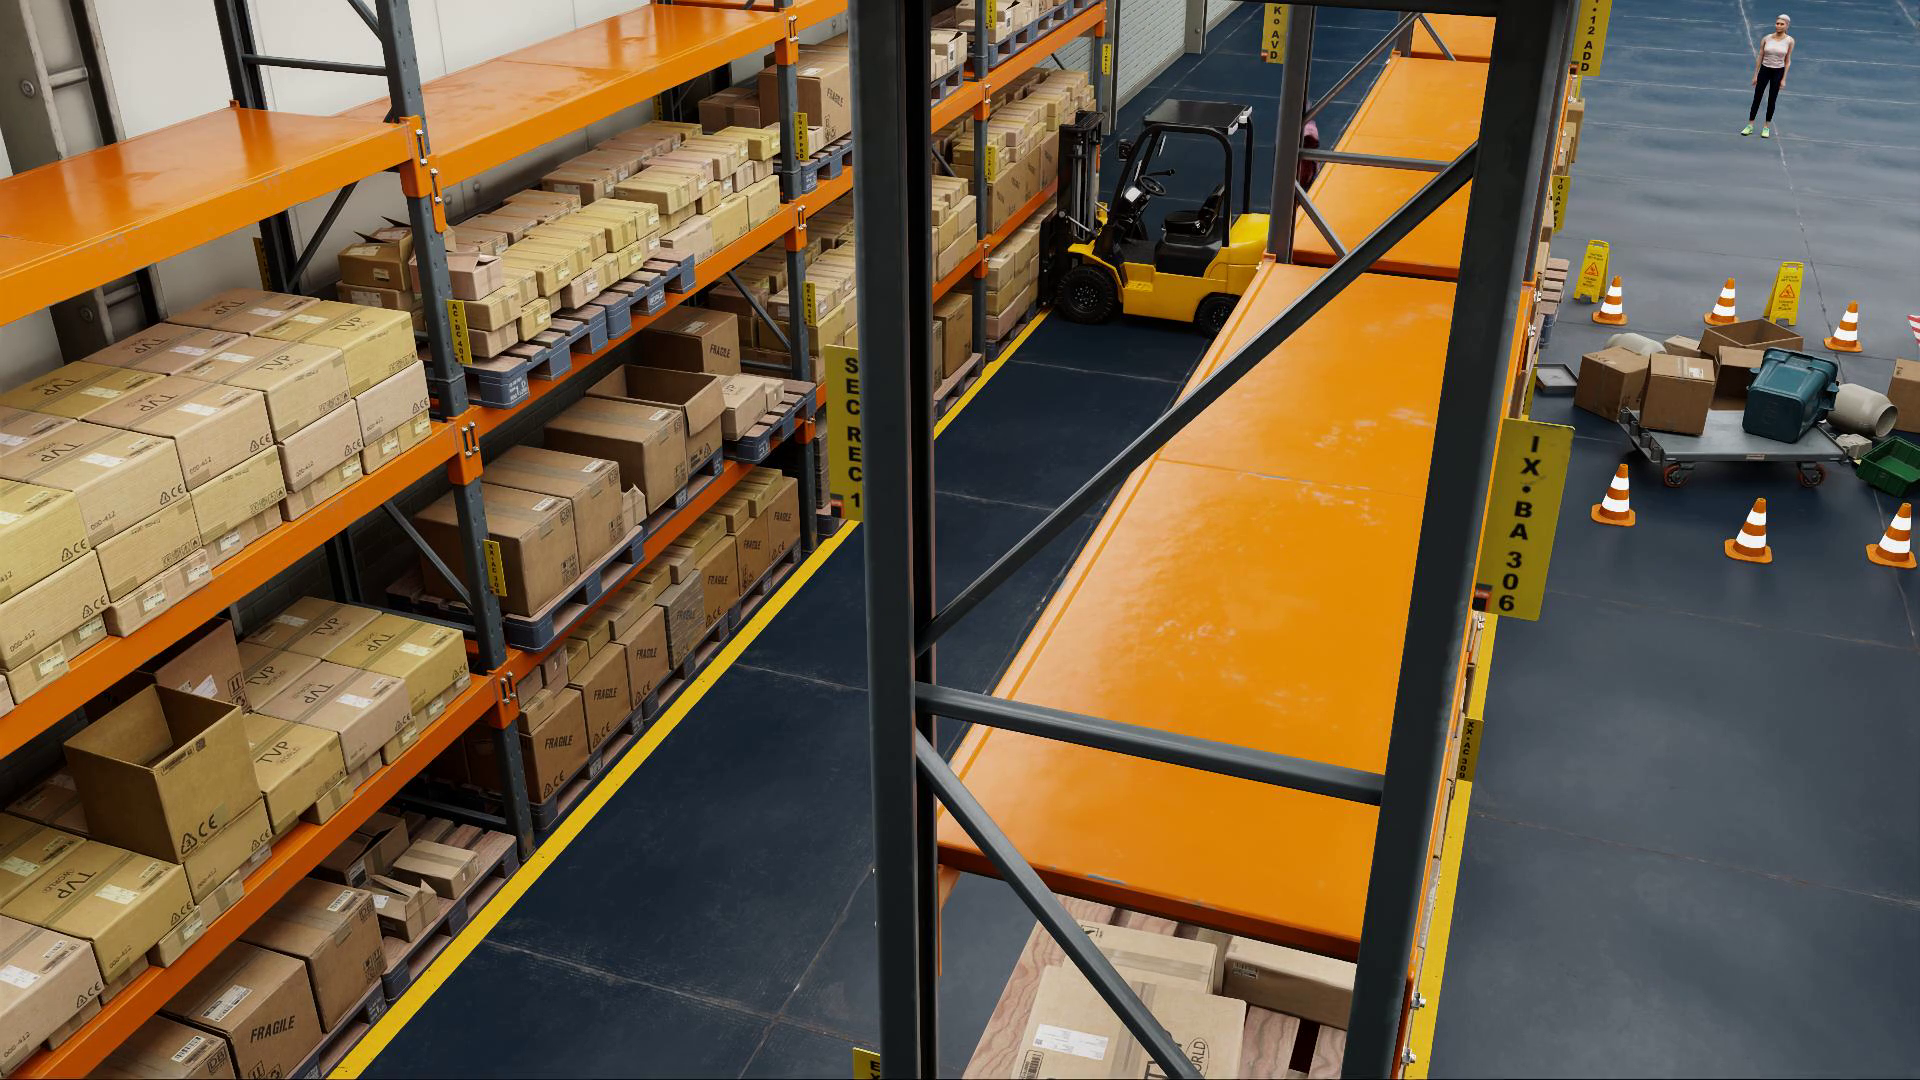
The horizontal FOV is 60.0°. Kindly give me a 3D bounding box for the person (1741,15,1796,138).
[{"bbox_3d":[11.647,-6.669,23.881,0.651,1.701,0.615,17,33,29],"label":"person"}]
